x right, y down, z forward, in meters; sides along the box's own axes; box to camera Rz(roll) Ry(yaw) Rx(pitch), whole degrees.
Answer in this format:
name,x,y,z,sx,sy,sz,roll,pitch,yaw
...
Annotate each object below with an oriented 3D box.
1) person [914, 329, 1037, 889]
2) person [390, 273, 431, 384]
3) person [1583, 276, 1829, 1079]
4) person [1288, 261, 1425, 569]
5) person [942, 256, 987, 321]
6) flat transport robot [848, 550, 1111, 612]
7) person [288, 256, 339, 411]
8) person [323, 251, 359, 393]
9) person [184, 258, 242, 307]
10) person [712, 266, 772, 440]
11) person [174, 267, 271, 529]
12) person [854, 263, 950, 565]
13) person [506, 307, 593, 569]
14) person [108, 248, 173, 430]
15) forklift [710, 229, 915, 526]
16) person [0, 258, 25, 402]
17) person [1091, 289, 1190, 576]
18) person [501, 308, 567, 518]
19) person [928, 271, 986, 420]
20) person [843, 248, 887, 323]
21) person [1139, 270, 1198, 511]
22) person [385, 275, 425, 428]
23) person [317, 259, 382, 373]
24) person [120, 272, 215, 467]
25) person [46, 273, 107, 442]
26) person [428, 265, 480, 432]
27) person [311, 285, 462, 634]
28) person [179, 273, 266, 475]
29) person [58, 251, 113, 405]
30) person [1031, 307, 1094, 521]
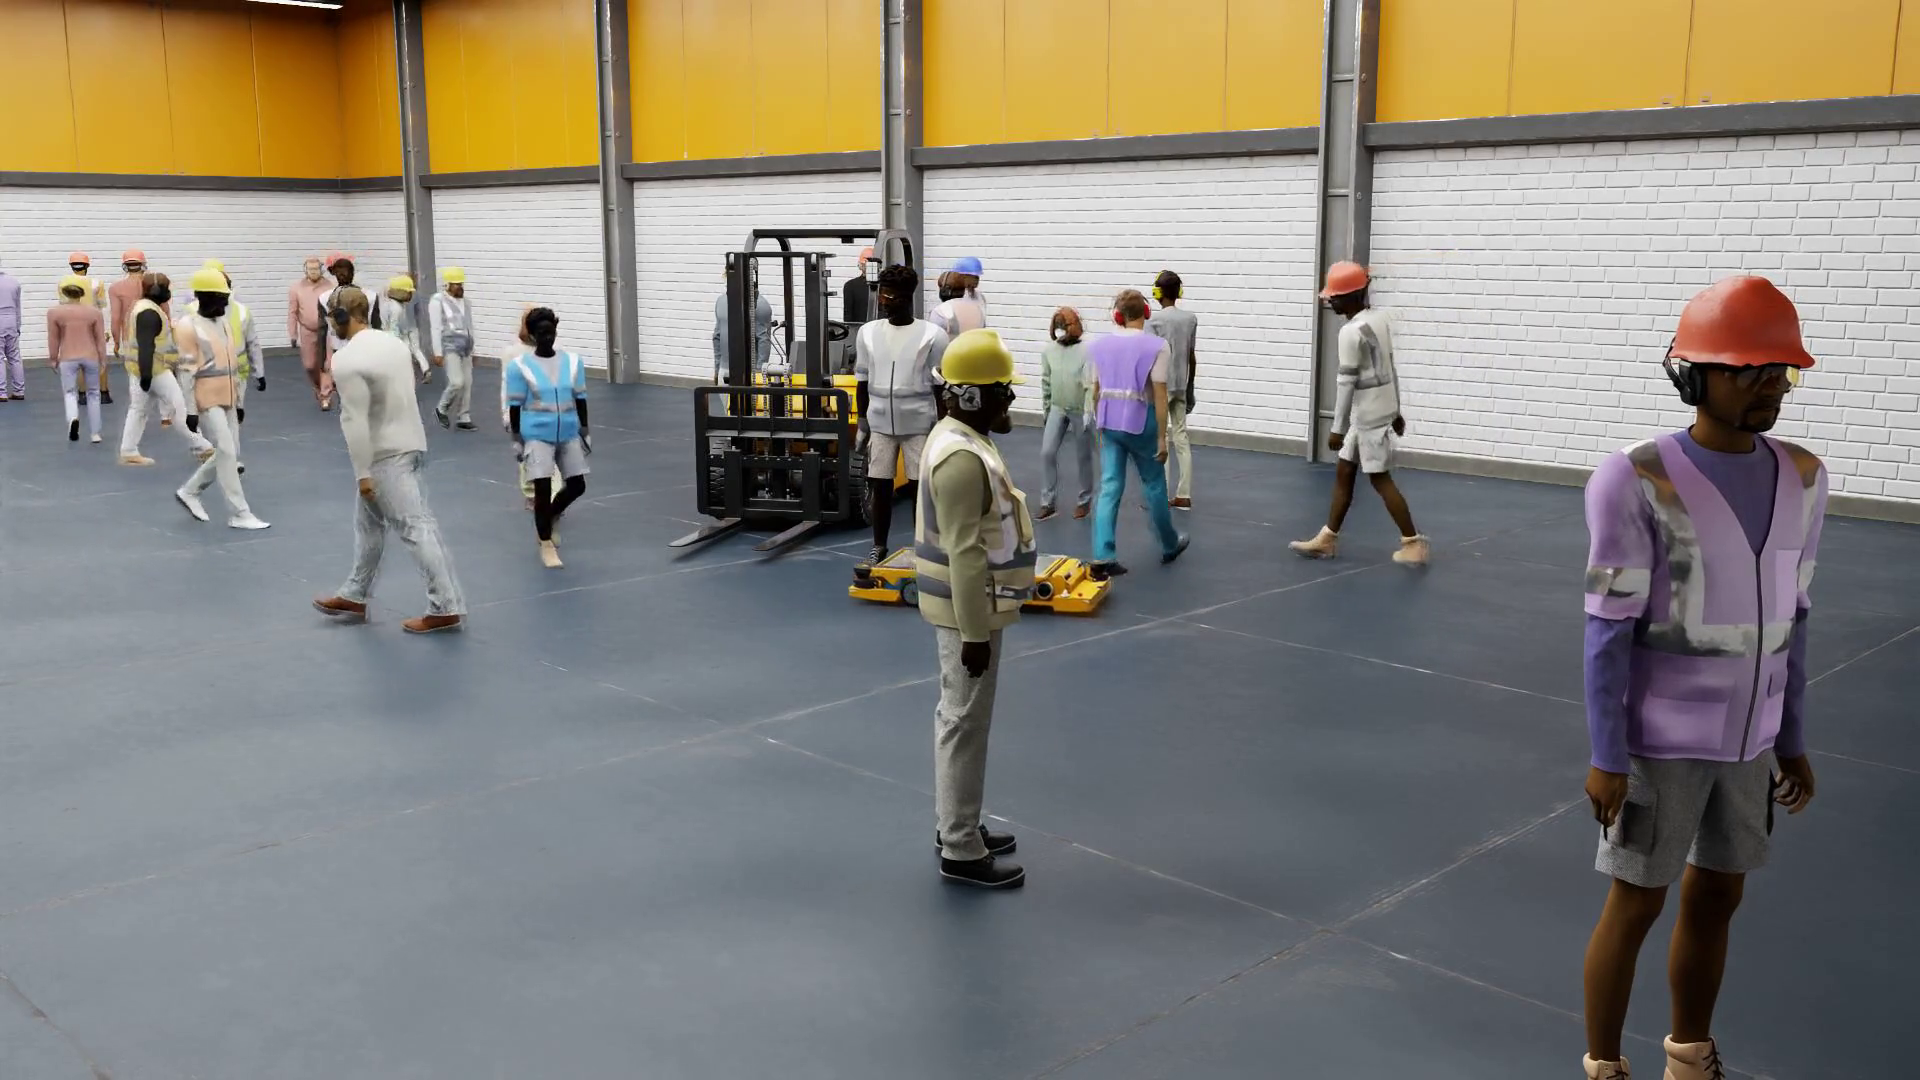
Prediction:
name,x,y,z,sx,sy,sz,roll,pitch,yaw
person,0.052,0.221,5.508,0.404,1.830,0.602,0,10,-2
person,-7.938,-3.042,23.932,0.800,1.606,0.504,9,13,39
person,1.689,0.435,3.767,0.607,2.044,0.378,-4,11,-19
person,2.632,-0.800,10.735,0.885,1.978,0.634,4,11,21
person,0.070,-1.806,16.308,0.620,1.932,0.439,-10,14,-43
flat transport robot,0.125,0.222,9.763,1.431,0.197,0.652,3,11,15
person,-7.909,-2.552,20.494,0.655,1.881,0.797,-3,11,-14
person,-8.140,-2.945,22.531,1.065,1.934,0.650,1,10,4
person,-8.232,-2.163,18.360,0.613,1.890,0.868,-4,11,-19
person,-1.904,-1.467,14.424,0.631,1.940,0.372,7,13,35
person,-5.451,-1.028,12.125,0.800,1.905,0.600,2,11,9
person,-0.359,-0.702,10.185,0.608,1.962,0.374,3,11,16
person,-2.673,-0.670,10.772,0.550,1.681,0.499,-8,13,-36
person,-9.008,-2.207,18.311,0.614,1.990,0.392,-8,13,-36
forklift,-1.050,-1.319,12.920,1.214,2.155,2.313,2,11,13
person,-12.360,-2.723,21.356,0.407,1.910,0.639,3,11,18
person,1.139,-0.684,10.569,0.608,1.787,0.962,8,13,36
person,-3.214,-0.963,12.637,0.528,1.583,0.883,-4,11,-22
person,-0.053,-1.377,14.238,0.431,1.835,0.623,9,14,41
person,-1.042,-2.327,18.969,0.614,1.988,0.395,-7,12,-33
person,1.601,-1.142,12.852,0.523,1.865,0.317,-6,12,-31
person,-6.288,-2.052,18.269,0.675,1.707,0.492,-3,11,-14
person,-6.136,-1.864,16.712,0.636,1.887,0.778,-2,11,-11
person,-7.385,-1.575,15.437,0.959,1.783,0.637,-6,12,-30
person,-8.991,-1.836,16.968,0.529,1.754,0.550,-5,12,-27
person,-5.452,-2.059,17.992,0.435,1.810,0.619,5,12,26
person,-3.172,-0.429,9.002,1.045,1.851,0.639,1,10,7
person,-6.442,-1.443,14.650,0.648,1.799,0.927,-10,14,-44
person,-11.035,-2.667,20.994,0.543,1.928,0.372,-4,11,-23
person,0.795,-0.927,12.394,0.509,1.599,0.677,6,12,28
